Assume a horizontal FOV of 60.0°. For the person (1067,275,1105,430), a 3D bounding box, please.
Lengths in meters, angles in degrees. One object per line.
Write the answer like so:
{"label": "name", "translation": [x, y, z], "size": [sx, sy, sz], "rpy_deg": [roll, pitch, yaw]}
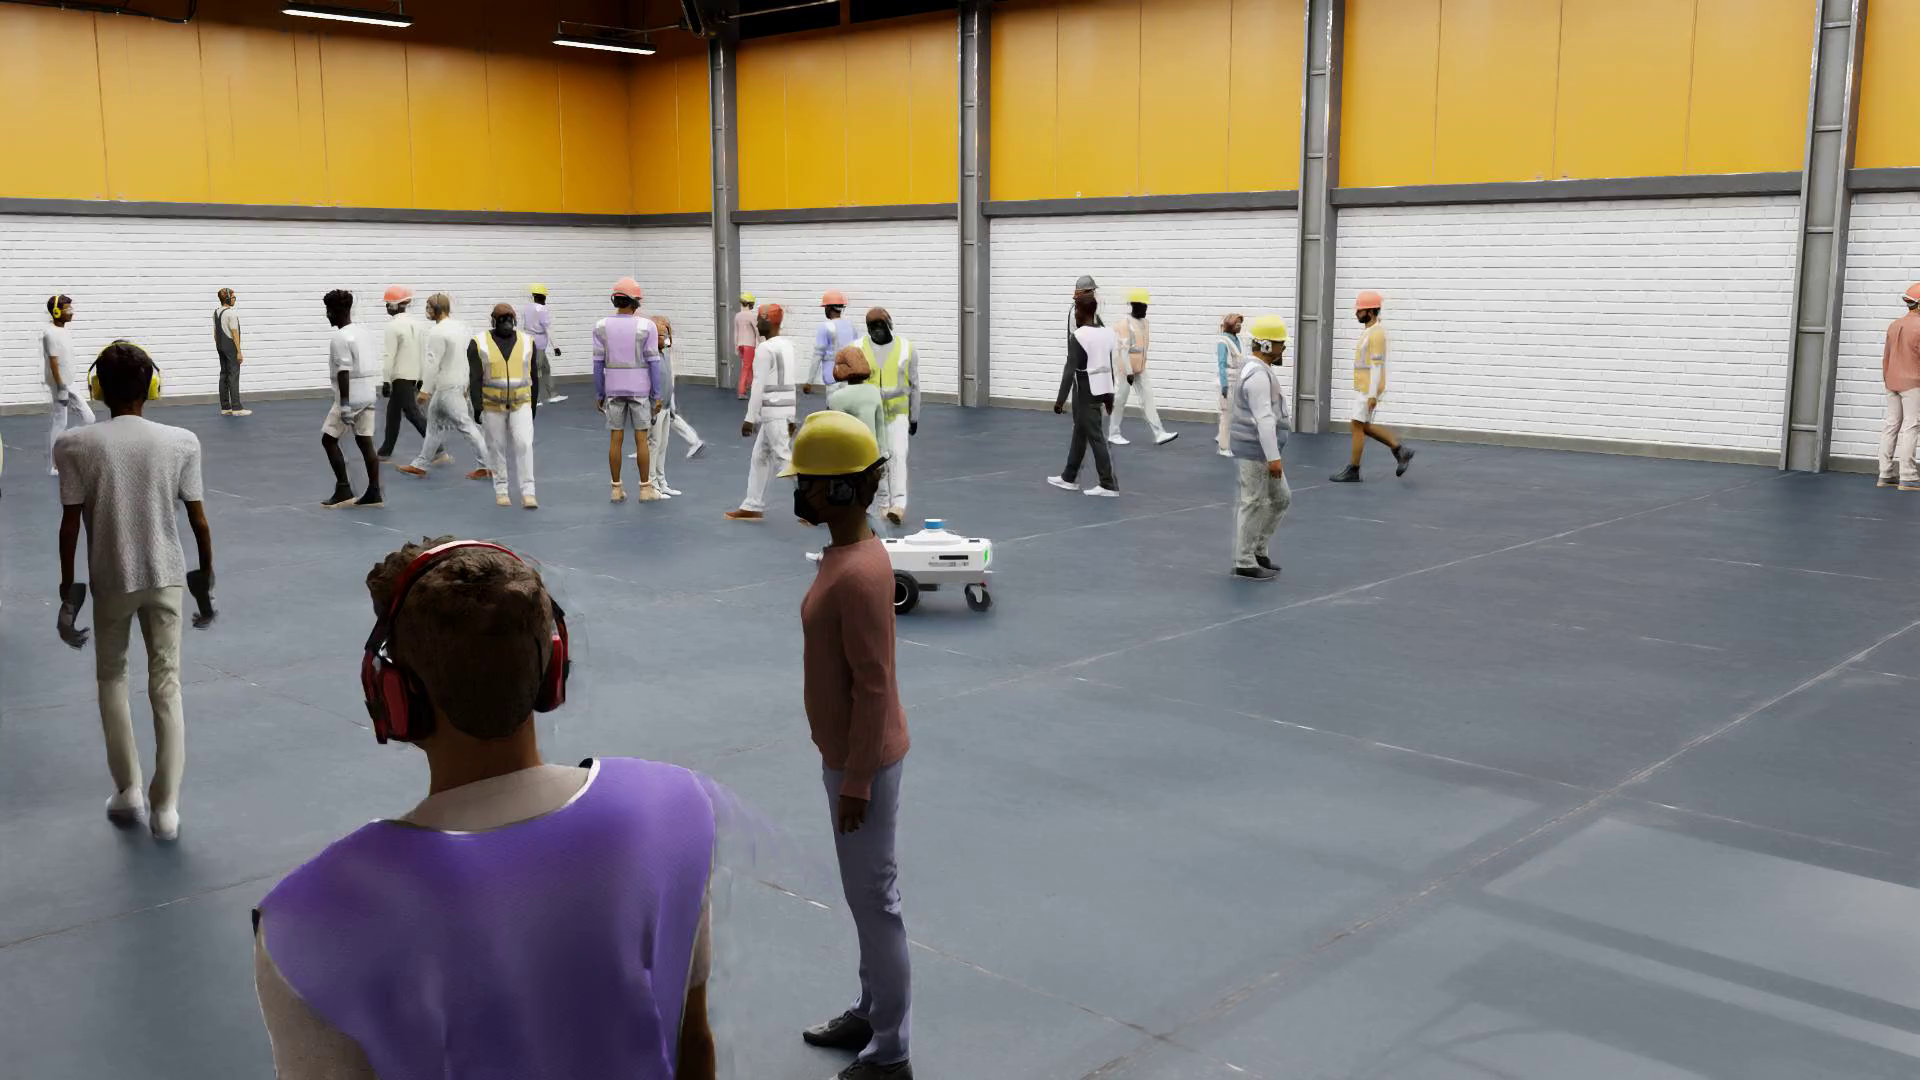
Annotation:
{"label": "person", "translation": [1.665, -2.412, 21.602], "size": [0.537, 2.000, 0.682], "rpy_deg": [0, 9, -3]}

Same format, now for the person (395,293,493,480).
{"label": "person", "translation": [-5.152, -1.518, 16.639], "size": [1.040, 1.887, 0.622], "rpy_deg": [-1, 9, -4]}

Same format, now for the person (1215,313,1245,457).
{"label": "person", "translation": [3.072, -1.743, 18.764], "size": [0.376, 1.624, 0.536], "rpy_deg": [7, 11, 36]}

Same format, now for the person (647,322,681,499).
{"label": "person", "translation": [-2.780, -1.199, 15.410], "size": [0.284, 1.633, 0.500], "rpy_deg": [2, 9, 10]}

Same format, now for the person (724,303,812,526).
{"label": "person", "translation": [-1.503, -1.034, 13.774], "size": [0.956, 1.850, 0.592], "rpy_deg": [2, 9, 12]}

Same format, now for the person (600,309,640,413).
{"label": "person", "translation": [-4.816, -2.783, 24.425], "size": [0.880, 1.876, 0.650], "rpy_deg": [-5, 10, -26]}

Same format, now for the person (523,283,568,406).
{"label": "person", "translation": [-6.437, -3.027, 25.839], "size": [0.911, 1.889, 0.598], "rpy_deg": [-7, 12, -38]}

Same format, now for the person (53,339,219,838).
{"label": "person", "translation": [-3.129, 0.173, 6.312], "size": [0.567, 1.849, 0.676], "rpy_deg": [-6, 11, -31]}

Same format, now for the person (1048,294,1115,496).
{"label": "person", "translation": [1.111, -1.360, 15.672], "size": [0.928, 1.877, 0.600], "rpy_deg": [6, 11, 32]}

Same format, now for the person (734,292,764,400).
{"label": "person", "translation": [-3.399, -3.148, 27.052], "size": [0.606, 1.749, 0.535], "rpy_deg": [-9, 13, -43]}

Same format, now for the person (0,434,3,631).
{"label": "person", "translation": [-5.808, -0.343, 9.538], "size": [0.403, 1.837, 0.590], "rpy_deg": [7, 11, 35]}

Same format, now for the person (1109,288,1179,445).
{"label": "person", "translation": [2.157, -2.052, 19.870], "size": [0.958, 1.876, 0.617], "rpy_deg": [8, 12, 41]}

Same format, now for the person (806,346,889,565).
{"label": "person", "translation": [-0.751, -0.542, 11.500], "size": [0.850, 1.580, 0.518], "rpy_deg": [6, 11, 32]}

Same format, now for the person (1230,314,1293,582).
{"label": "person", "translation": [2.065, -0.610, 11.247], "size": [0.481, 1.815, 0.602], "rpy_deg": [2, 10, 13]}

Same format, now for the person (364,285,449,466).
{"label": "person", "translation": [-5.983, -1.763, 17.921], "size": [1.004, 1.950, 0.626], "rpy_deg": [1, 9, 7]}

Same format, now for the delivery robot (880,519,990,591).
{"label": "delivery robot", "translation": [-0.167, 0.111, 10.388], "size": [0.707, 0.478, 0.477], "rpy_deg": [0, 9, -2]}

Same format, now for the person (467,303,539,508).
{"label": "person", "translation": [-4.000, -1.170, 14.682], "size": [0.623, 1.809, 0.833], "rpy_deg": [-4, 10, -22]}

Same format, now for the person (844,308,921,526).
{"label": "person", "translation": [-0.647, -1.013, 13.785], "size": [0.631, 1.791, 0.941], "rpy_deg": [0, 9, 1]}

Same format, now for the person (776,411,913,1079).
{"label": "person", "translation": [-0.296, 0.551, 4.277], "size": [0.328, 1.767, 0.532], "rpy_deg": [-1, 9, -7]}

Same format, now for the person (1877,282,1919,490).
{"label": "person", "translation": [9.149, -1.479, 16.019], "size": [0.393, 1.995, 0.612], "rpy_deg": [-1, 9, -8]}

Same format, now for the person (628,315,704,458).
{"label": "person", "translation": [-3.297, -1.709, 18.593], "size": [0.794, 1.610, 0.510], "rpy_deg": [-3, 10, -18]}

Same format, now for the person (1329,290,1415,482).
{"label": "person", "translation": [4.108, -1.510, 16.468], "size": [0.774, 1.913, 0.552], "rpy_deg": [1, 9, 5]}

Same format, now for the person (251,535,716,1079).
{"label": "person", "translation": [-0.497, 0.901, 1.968], "size": [0.576, 1.823, 0.775], "rpy_deg": [-7, 12, -38]}

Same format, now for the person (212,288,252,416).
{"label": "person", "translation": [-10.544, -2.709, 24.016], "size": [0.504, 1.847, 0.345], "rpy_deg": [6, 11, 32]}

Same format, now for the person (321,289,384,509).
{"label": "person", "translation": [-5.451, -1.243, 14.736], "size": [0.654, 1.940, 0.623], "rpy_deg": [1, 9, 8]}

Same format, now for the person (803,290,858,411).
{"label": "person", "translation": [-1.414, -1.755, 18.028], "size": [0.970, 1.883, 0.571], "rpy_deg": [6, 11, 35]}

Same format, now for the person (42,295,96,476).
{"label": "person", "translation": [-9.078, -1.570, 17.004], "size": [0.618, 1.850, 0.570], "rpy_deg": [-1, 9, -9]}

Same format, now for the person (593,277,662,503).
{"label": "person", "translation": [-3.002, -1.351, 15.088], "size": [0.615, 2.040, 0.391], "rpy_deg": [1, 9, 6]}
